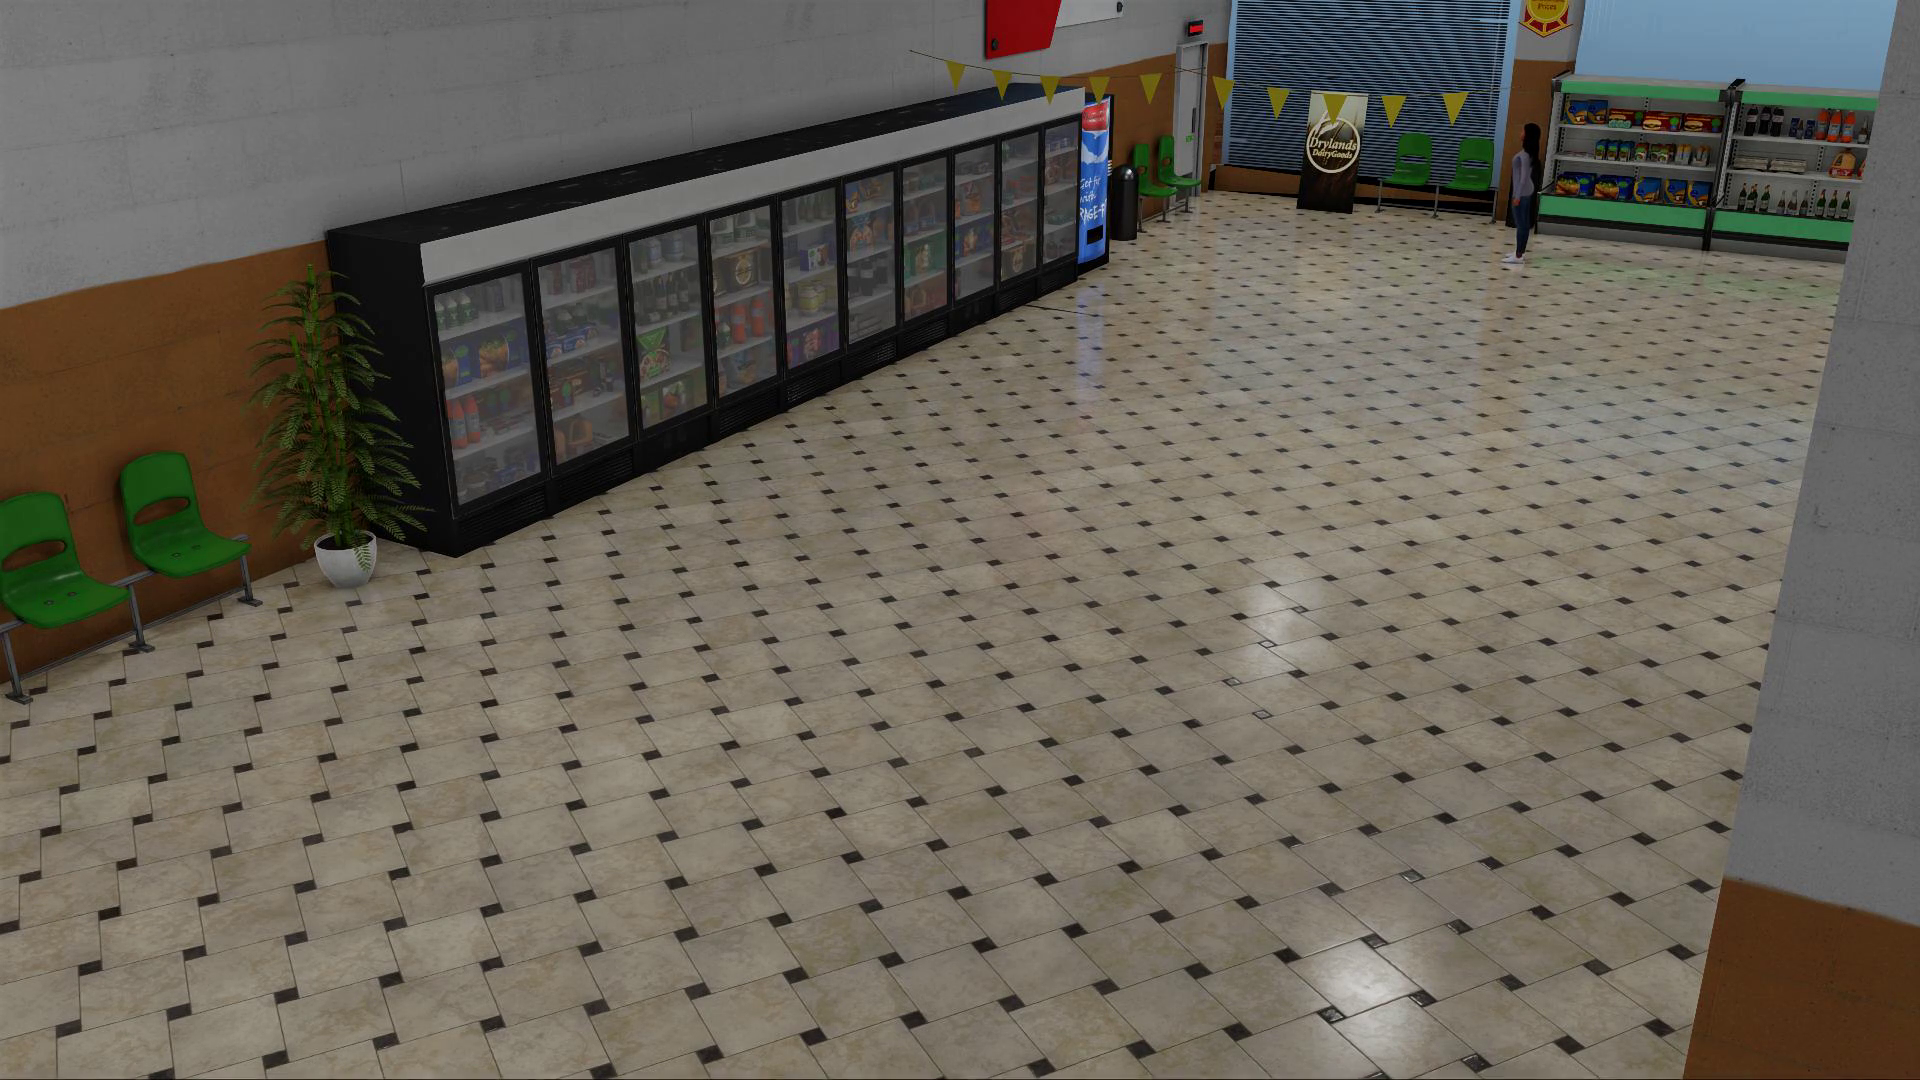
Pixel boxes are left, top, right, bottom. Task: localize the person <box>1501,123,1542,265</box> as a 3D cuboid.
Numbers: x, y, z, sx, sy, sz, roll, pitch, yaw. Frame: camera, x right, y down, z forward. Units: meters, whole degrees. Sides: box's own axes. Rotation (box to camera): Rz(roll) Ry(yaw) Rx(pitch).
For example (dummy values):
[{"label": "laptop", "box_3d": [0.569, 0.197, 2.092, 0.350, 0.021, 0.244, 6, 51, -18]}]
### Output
[{"label": "person", "box_3d": [7.113, -4.368, 20.961, 0.520, 1.735, 0.604, 13, 25, 30]}]
